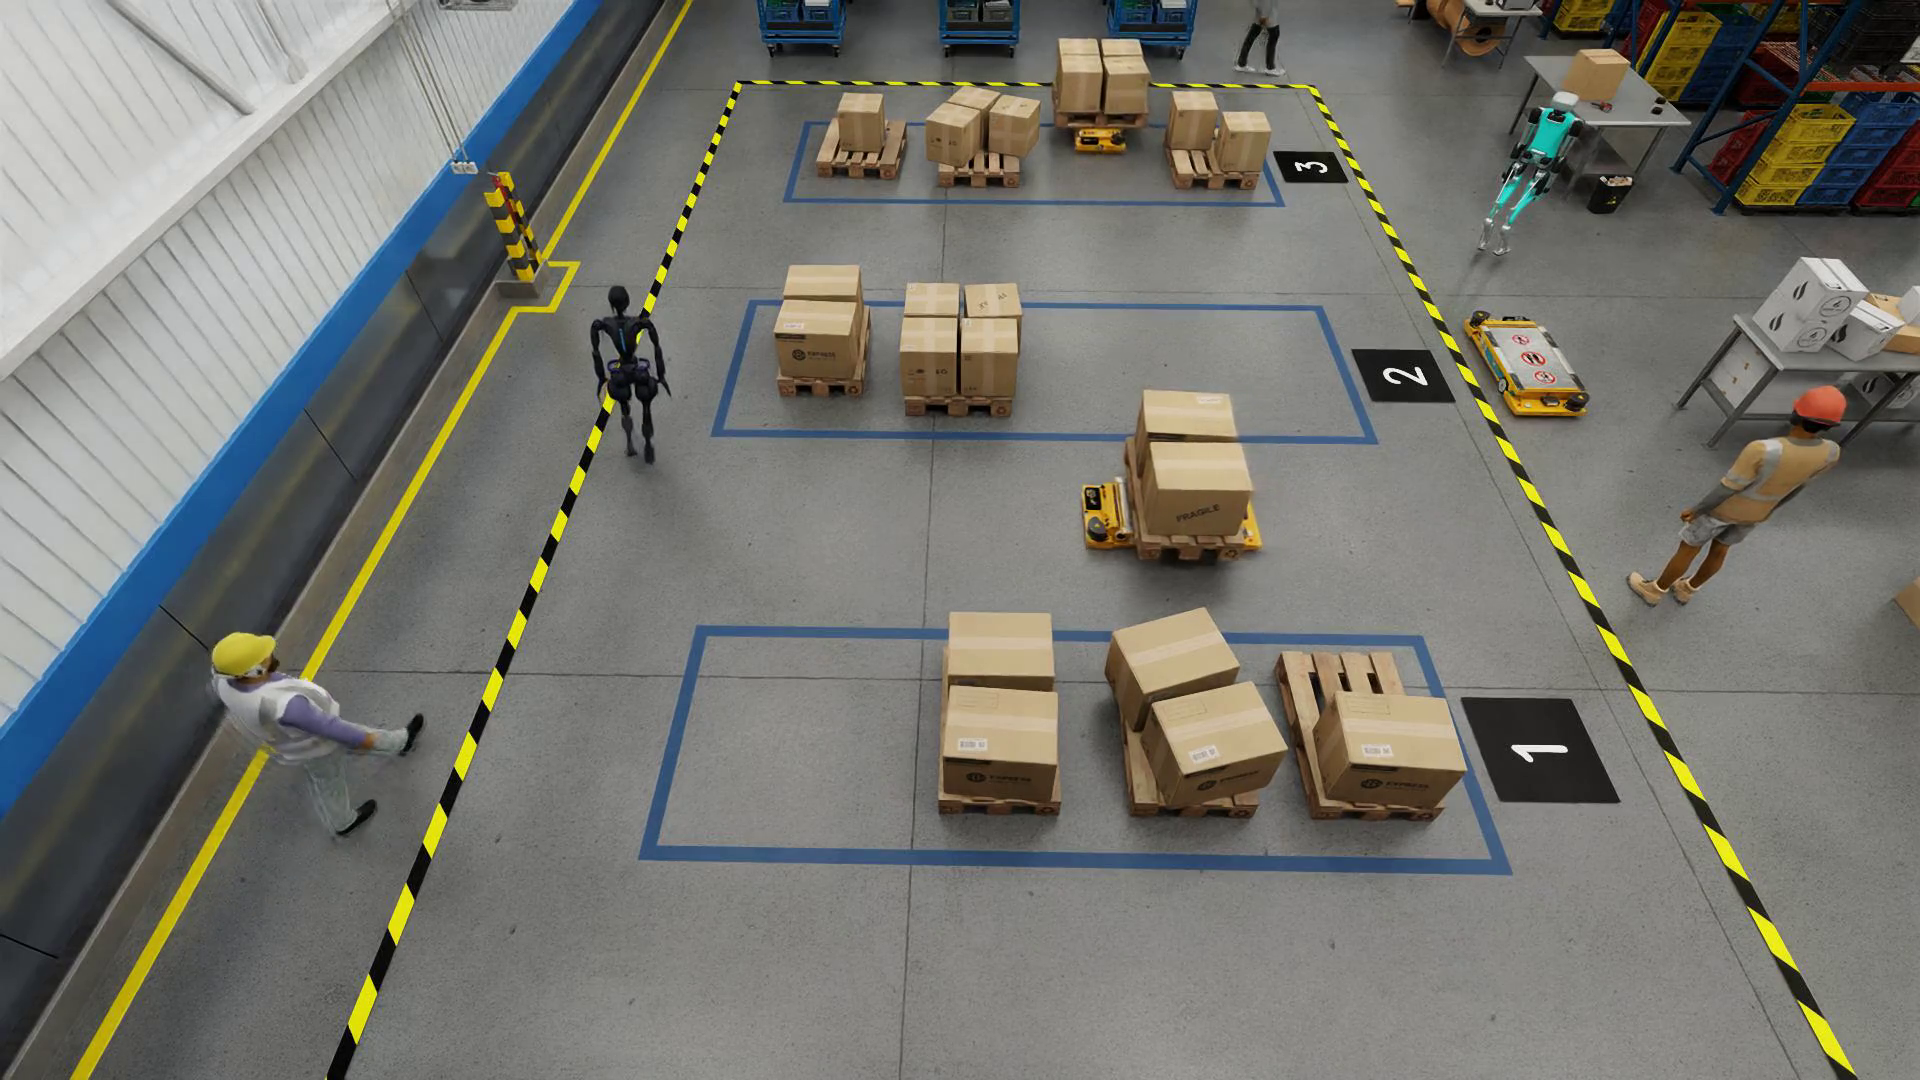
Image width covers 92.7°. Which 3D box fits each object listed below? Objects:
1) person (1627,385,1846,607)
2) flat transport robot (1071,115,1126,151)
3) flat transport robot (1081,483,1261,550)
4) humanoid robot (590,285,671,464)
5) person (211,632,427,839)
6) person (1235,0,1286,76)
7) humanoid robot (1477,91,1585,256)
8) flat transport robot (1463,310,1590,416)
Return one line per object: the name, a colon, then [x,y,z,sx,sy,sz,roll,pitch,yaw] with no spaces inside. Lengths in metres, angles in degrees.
person: [5.568,-0.262,6.590,0.612,2.039,0.385,-1,49,-1]
flat transport robot: [1.862,-5.726,12.471,0.652,0.197,1.431,1,49,1]
flat transport robot: [1.768,-0.232,7.716,1.431,0.197,0.652,1,49,1]
humanoid robot: [-2.804,-1.376,7.798,0.622,1.629,0.421,-10,50,-8]
person: [-3.870,1.091,5.580,0.623,1.780,0.920,22,52,18]
person: [4.516,-7.619,13.103,0.821,1.825,0.593,3,49,2]
humanoid robot: [5.987,-3.824,9.781,0.735,1.681,0.533,-36,58,-27]
flat transport robot: [5.573,-1.757,9.054,0.659,0.231,1.431,1,49,1]
